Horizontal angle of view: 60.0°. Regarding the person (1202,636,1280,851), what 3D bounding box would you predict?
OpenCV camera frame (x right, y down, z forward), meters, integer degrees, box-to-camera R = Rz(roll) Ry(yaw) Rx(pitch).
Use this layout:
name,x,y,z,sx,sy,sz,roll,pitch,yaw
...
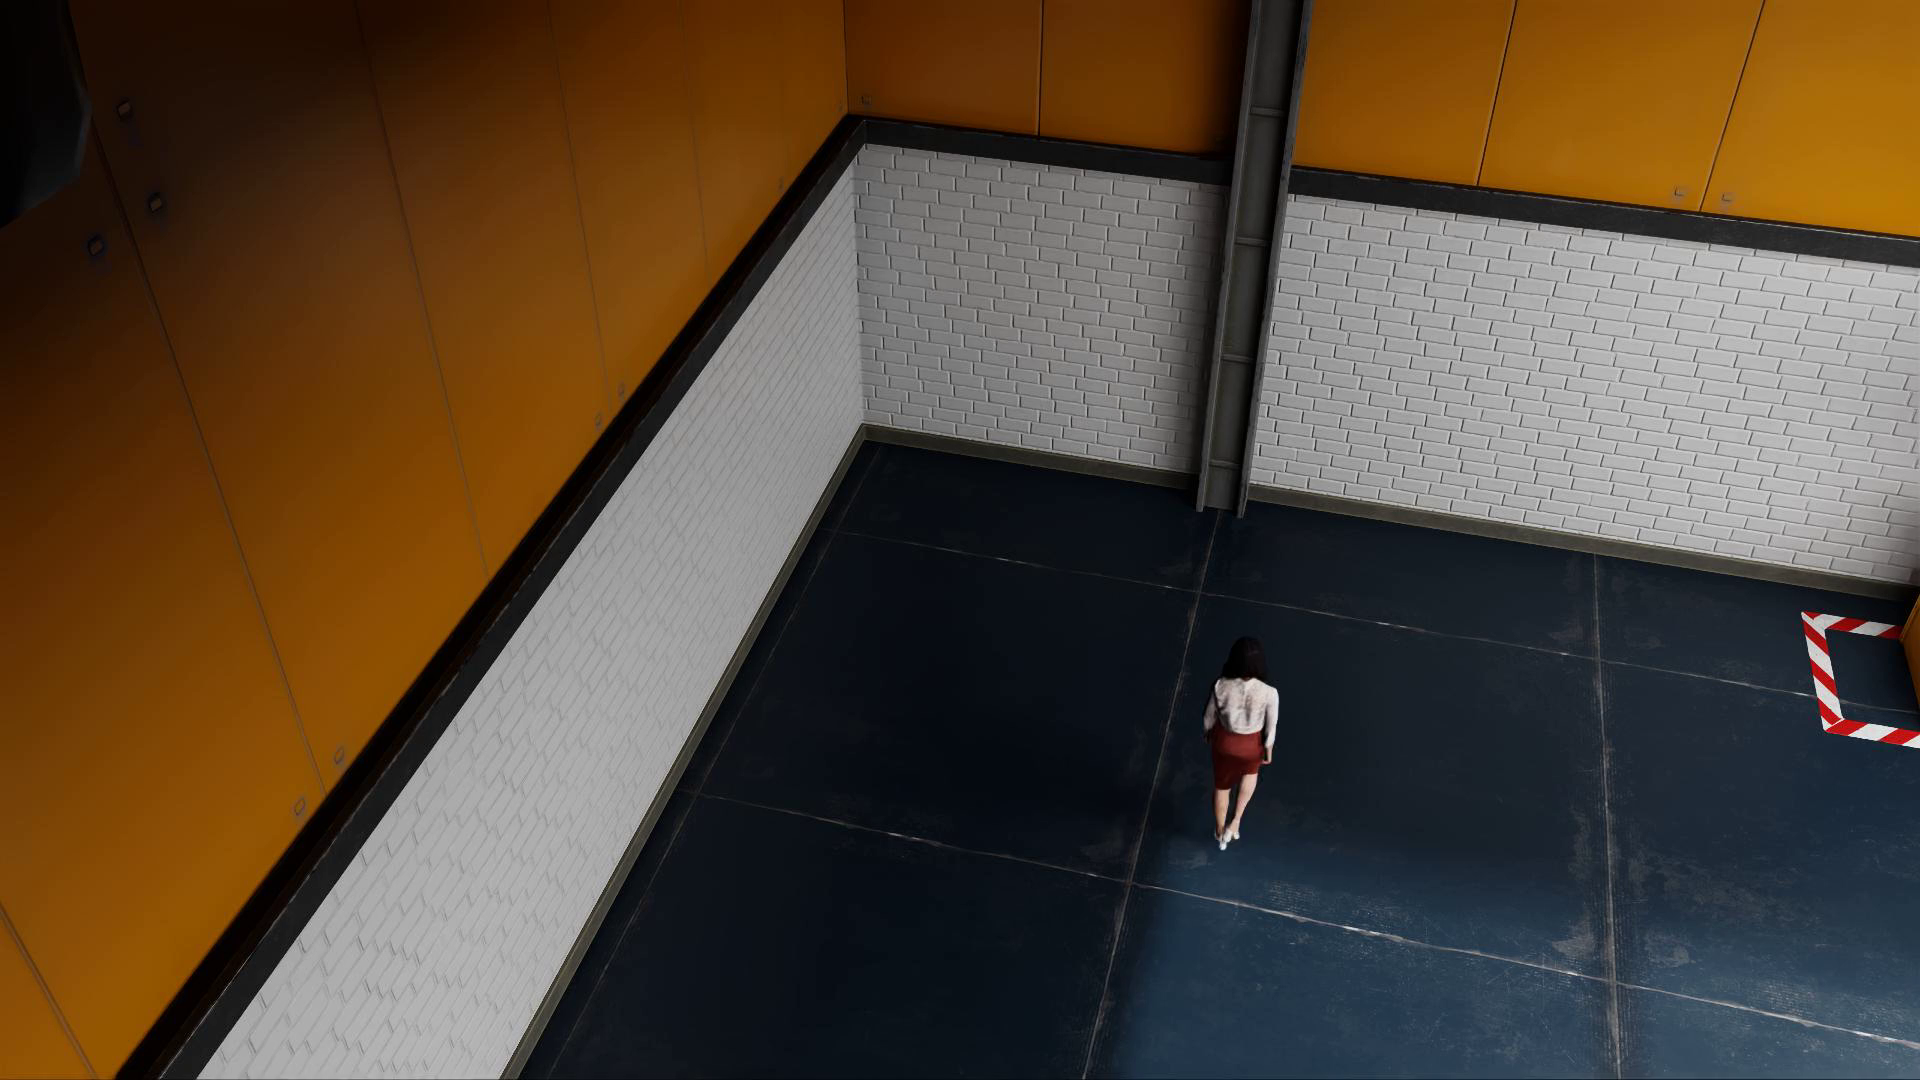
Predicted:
name,x,y,z,sx,sy,sz,roll,pitch,yaw
person,1.735,1.358,10.442,0.525,1.738,0.669,9,39,11
